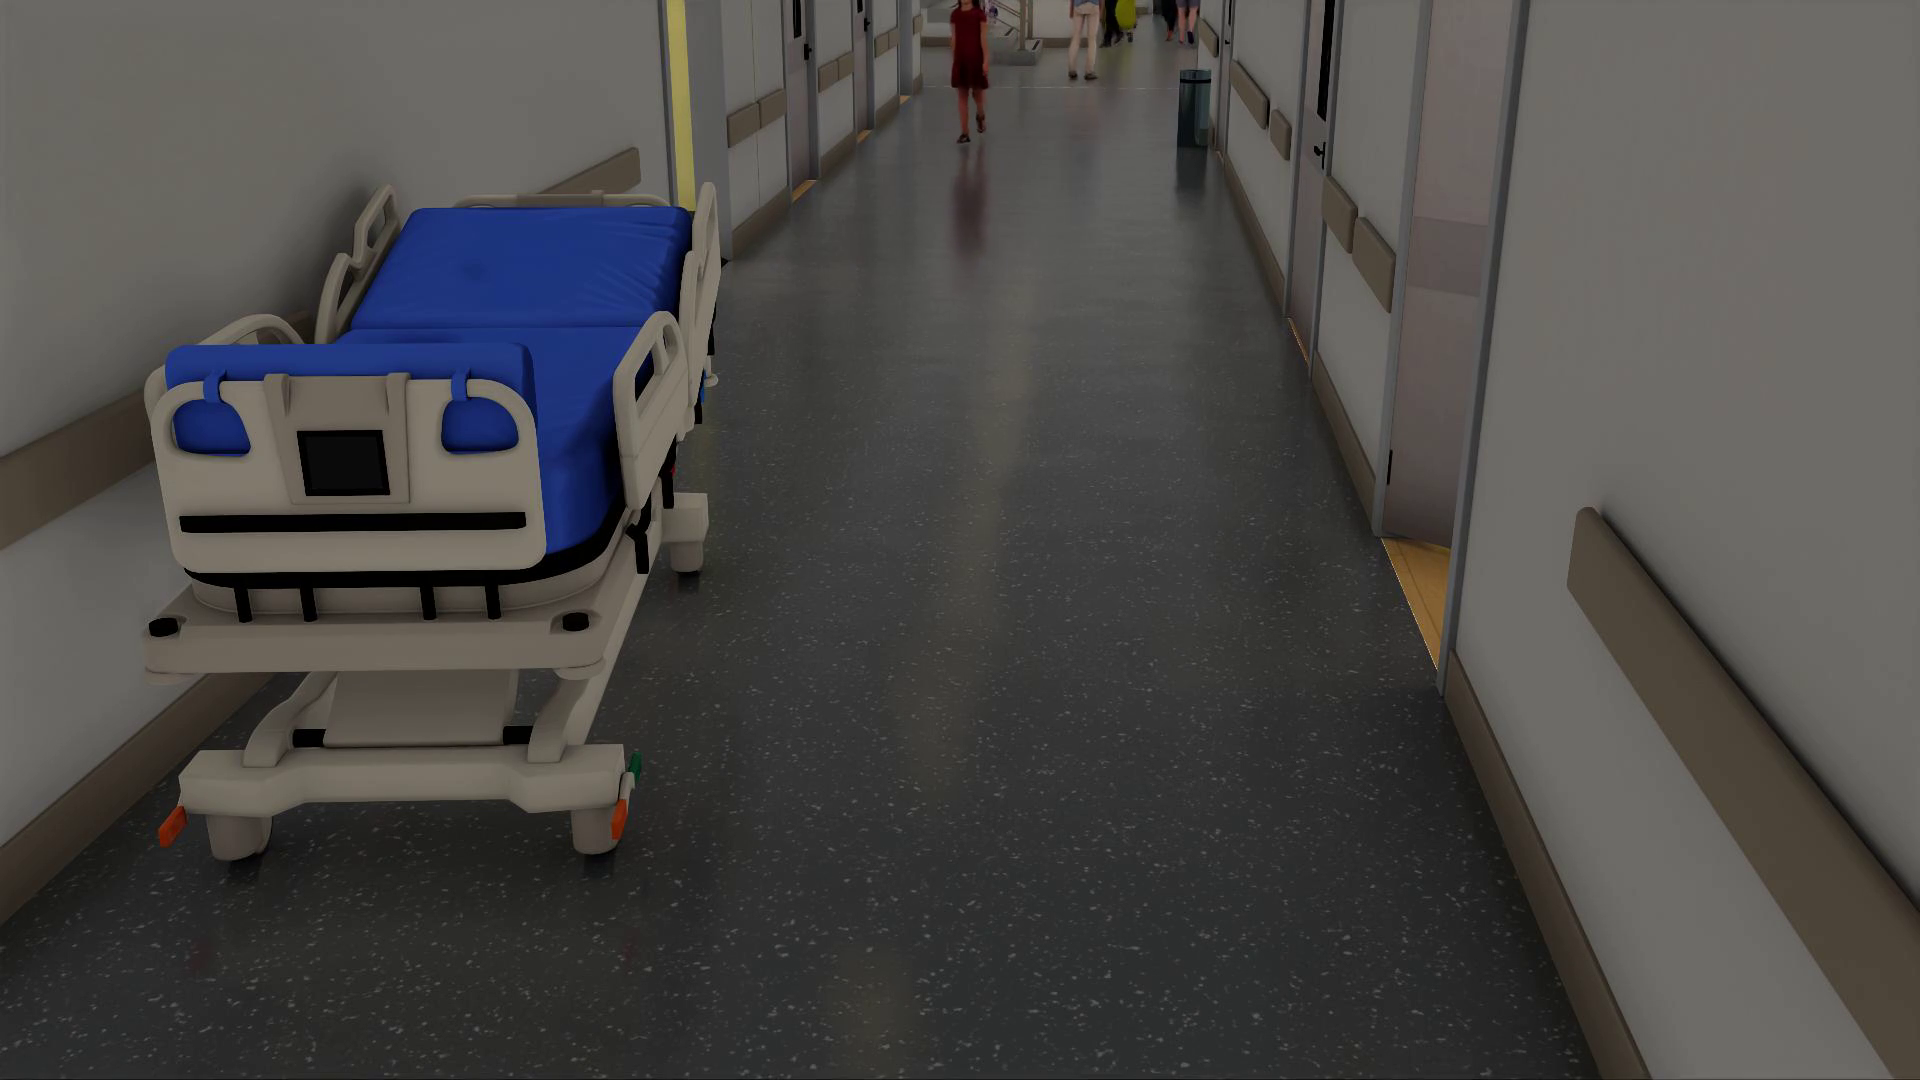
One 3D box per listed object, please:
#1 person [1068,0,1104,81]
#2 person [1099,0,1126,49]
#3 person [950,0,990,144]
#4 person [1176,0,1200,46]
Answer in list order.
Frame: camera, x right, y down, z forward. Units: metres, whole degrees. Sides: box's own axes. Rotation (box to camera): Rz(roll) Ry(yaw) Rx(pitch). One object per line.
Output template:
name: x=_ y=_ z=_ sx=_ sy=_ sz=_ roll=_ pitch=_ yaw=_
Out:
person: x=1.680 y=-7.137 z=22.308 sx=0.615 sy=1.838 sz=0.768 roll=8 pitch=22 yaw=19
person: x=2.531 y=-9.086 z=27.529 sx=1.134 sy=1.784 sz=1.080 roll=16 pitch=26 yaw=35
person: x=0.108 y=-4.654 z=16.174 sx=0.802 sy=1.531 sz=0.658 roll=5 pitch=21 yaw=12
person: x=3.797 y=-9.156 z=27.707 sx=1.136 sy=1.788 sz=0.769 roll=3 pitch=21 yaw=8
